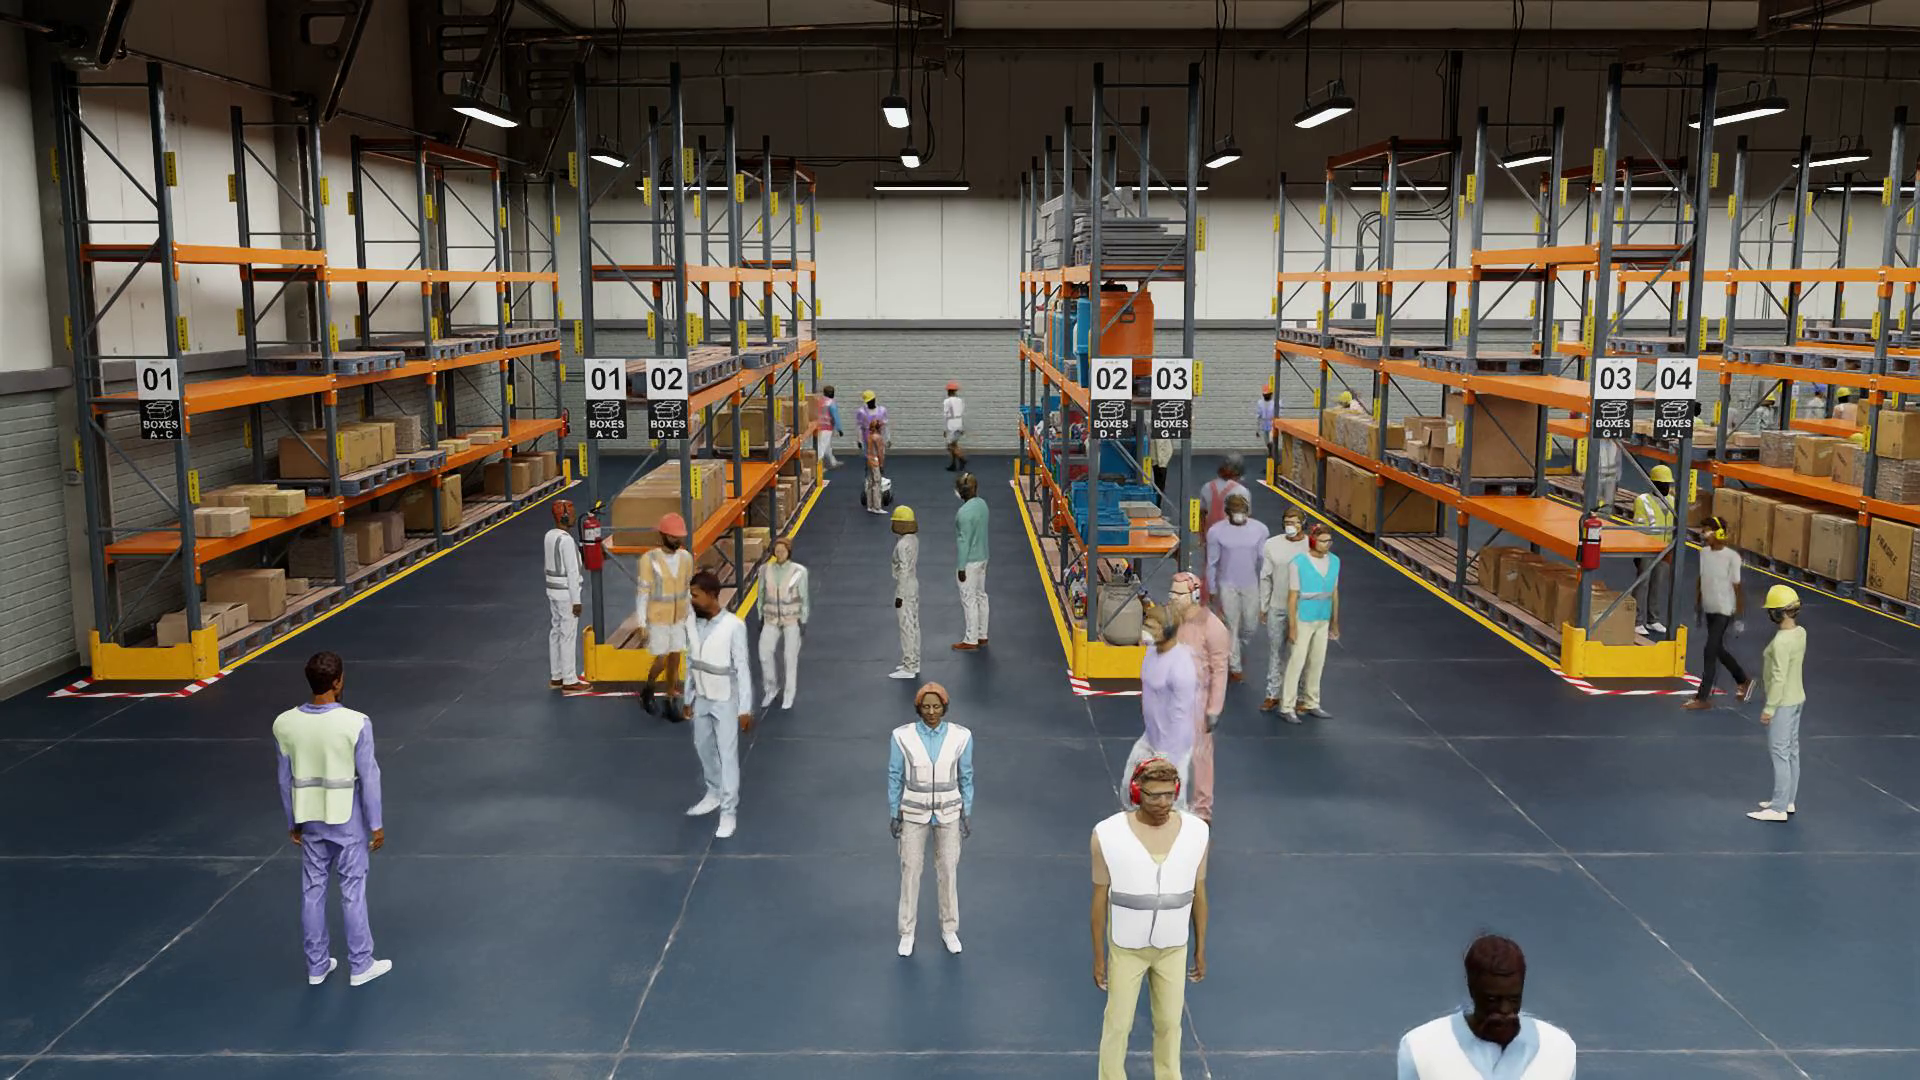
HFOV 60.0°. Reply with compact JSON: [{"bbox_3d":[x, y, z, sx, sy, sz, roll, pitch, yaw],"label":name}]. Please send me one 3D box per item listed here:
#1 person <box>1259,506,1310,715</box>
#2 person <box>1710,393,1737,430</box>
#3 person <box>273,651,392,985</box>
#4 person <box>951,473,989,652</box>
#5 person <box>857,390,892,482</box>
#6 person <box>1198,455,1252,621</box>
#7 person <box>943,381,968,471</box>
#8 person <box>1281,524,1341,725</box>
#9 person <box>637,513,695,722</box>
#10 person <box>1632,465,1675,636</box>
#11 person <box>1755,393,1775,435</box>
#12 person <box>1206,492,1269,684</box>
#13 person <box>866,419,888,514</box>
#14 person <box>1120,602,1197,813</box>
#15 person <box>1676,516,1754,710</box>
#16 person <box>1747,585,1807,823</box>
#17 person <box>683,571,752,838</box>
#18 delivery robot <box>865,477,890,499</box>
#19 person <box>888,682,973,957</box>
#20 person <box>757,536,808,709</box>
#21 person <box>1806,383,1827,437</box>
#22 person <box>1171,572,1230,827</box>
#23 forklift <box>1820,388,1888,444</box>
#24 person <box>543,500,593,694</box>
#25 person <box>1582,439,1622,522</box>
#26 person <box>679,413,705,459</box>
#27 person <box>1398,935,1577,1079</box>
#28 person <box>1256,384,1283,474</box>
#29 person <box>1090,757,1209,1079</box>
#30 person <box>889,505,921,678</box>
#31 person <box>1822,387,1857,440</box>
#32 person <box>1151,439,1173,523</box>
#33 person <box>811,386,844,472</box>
[{"bbox_3d":[3.059,0.644,15.328,0.627,1.940,0.372,4,10,26],"label":"person"},{"bbox_3d":[14.906,-1.986,32.522,0.532,1.853,0.547,1,9,9],"label":"person"},{"bbox_3d":[-3.550,1.576,9.397,0.593,1.920,0.391,1,9,7],"label":"person"},{"bbox_3d":[0.124,0.241,17.960,0.365,1.932,0.630,4,10,22],"label":"person"},{"bbox_3d":[-1.655,-1.952,32.153,0.624,1.894,0.450,-2,9,-16],"label":"person"},{"bbox_3d":[3.146,-0.055,19.498,0.562,2.000,0.778,-8,12,-40],"label":"person"},{"bbox_3d":[-0.086,-2.355,34.704,0.638,1.920,0.550,8,12,44],"label":"person"},{"bbox_3d":[3.176,0.746,15.039,0.565,1.826,0.423,-5,10,-30],"label":"person"},{"bbox_3d":[-2.637,0.702,14.979,0.585,1.925,0.504,-8,12,-42],"label":"person"},{"bbox_3d":[7.859,0.110,18.800,0.585,1.928,0.369,-4,10,-22],"label":"person"},{"bbox_3d":[16.464,-2.157,34.003,0.486,1.736,0.326,-5,10,-28],"label":"person"},{"bbox_3d":[2.757,0.455,16.618,0.652,1.921,0.594,0,9,-1],"label":"person"},{"bbox_3d":[-1.451,-1.266,28.582,0.309,1.638,0.513,-5,10,-28],"label":"person"},{"bbox_3d":[1.266,1.355,10.789,0.516,1.925,0.654,-2,9,-15],"label":"person"},{"bbox_3d":[7.149,0.674,15.552,0.883,1.832,0.548,-2,9,-15],"label":"person"},{"bbox_3d":[6.057,1.205,12.302,0.327,1.760,0.523,8,12,42],"label":"person"},{"bbox_3d":[-1.706,1.166,12.072,0.797,1.915,0.490,7,11,38],"label":"person"},{"bbox_3d":[-1.473,-0.960,29.783,0.477,0.478,0.707,1,9,9],"label":"delivery robot"},{"bbox_3d":[-0.174,1.643,9.859,0.511,1.641,0.307,-1,9,-8],"label":"person"},{"bbox_3d":[-1.653,0.776,15.467,0.528,1.624,0.389,2,9,12],"label":"person"},{"bbox_3d":[17.362,-2.212,33.708,0.415,1.932,0.626,2,9,10],"label":"person"},{"bbox_3d":[1.622,1.173,12.031,0.399,1.909,0.642,-8,12,-42],"label":"person"},{"bbox_3d":[20.072,-3.110,36.462,1.873,2.768,1.129,0,9,0],"label":"forklift"},{"bbox_3d":[-3.826,0.546,16.133,0.347,1.882,0.584,-7,11,-36],"label":"person"},{"bbox_3d":[9.825,-0.937,25.491,0.614,1.933,0.542,-1,9,-7],"label":"person"},{"bbox_3d":[-4.734,-1.548,29.249,0.396,1.992,0.623,6,11,33],"label":"person"},{"bbox_3d":[1.717,2.189,5.523,0.595,1.901,0.667,0,9,0],"label":"person"},{"bbox_3d":[6.435,-2.321,34.668,0.565,1.875,0.843,7,11,40],"label":"person"},{"bbox_3d":[0.867,1.881,7.714,0.561,1.836,0.392,-2,9,-12],"label":"person"},{"bbox_3d":[-0.566,0.518,16.763,0.298,1.743,0.493,2,9,12],"label":"person"},{"bbox_3d":[17.479,-2.062,32.873,0.598,1.899,0.583,-3,9,-21],"label":"person"},{"bbox_3d":[3.345,-1.251,27.390,0.415,1.985,0.611,2,9,12],"label":"person"},{"bbox_3d":[-2.754,-2.331,34.925,0.933,1.795,0.664,-8,12,-40],"label":"person"}]
